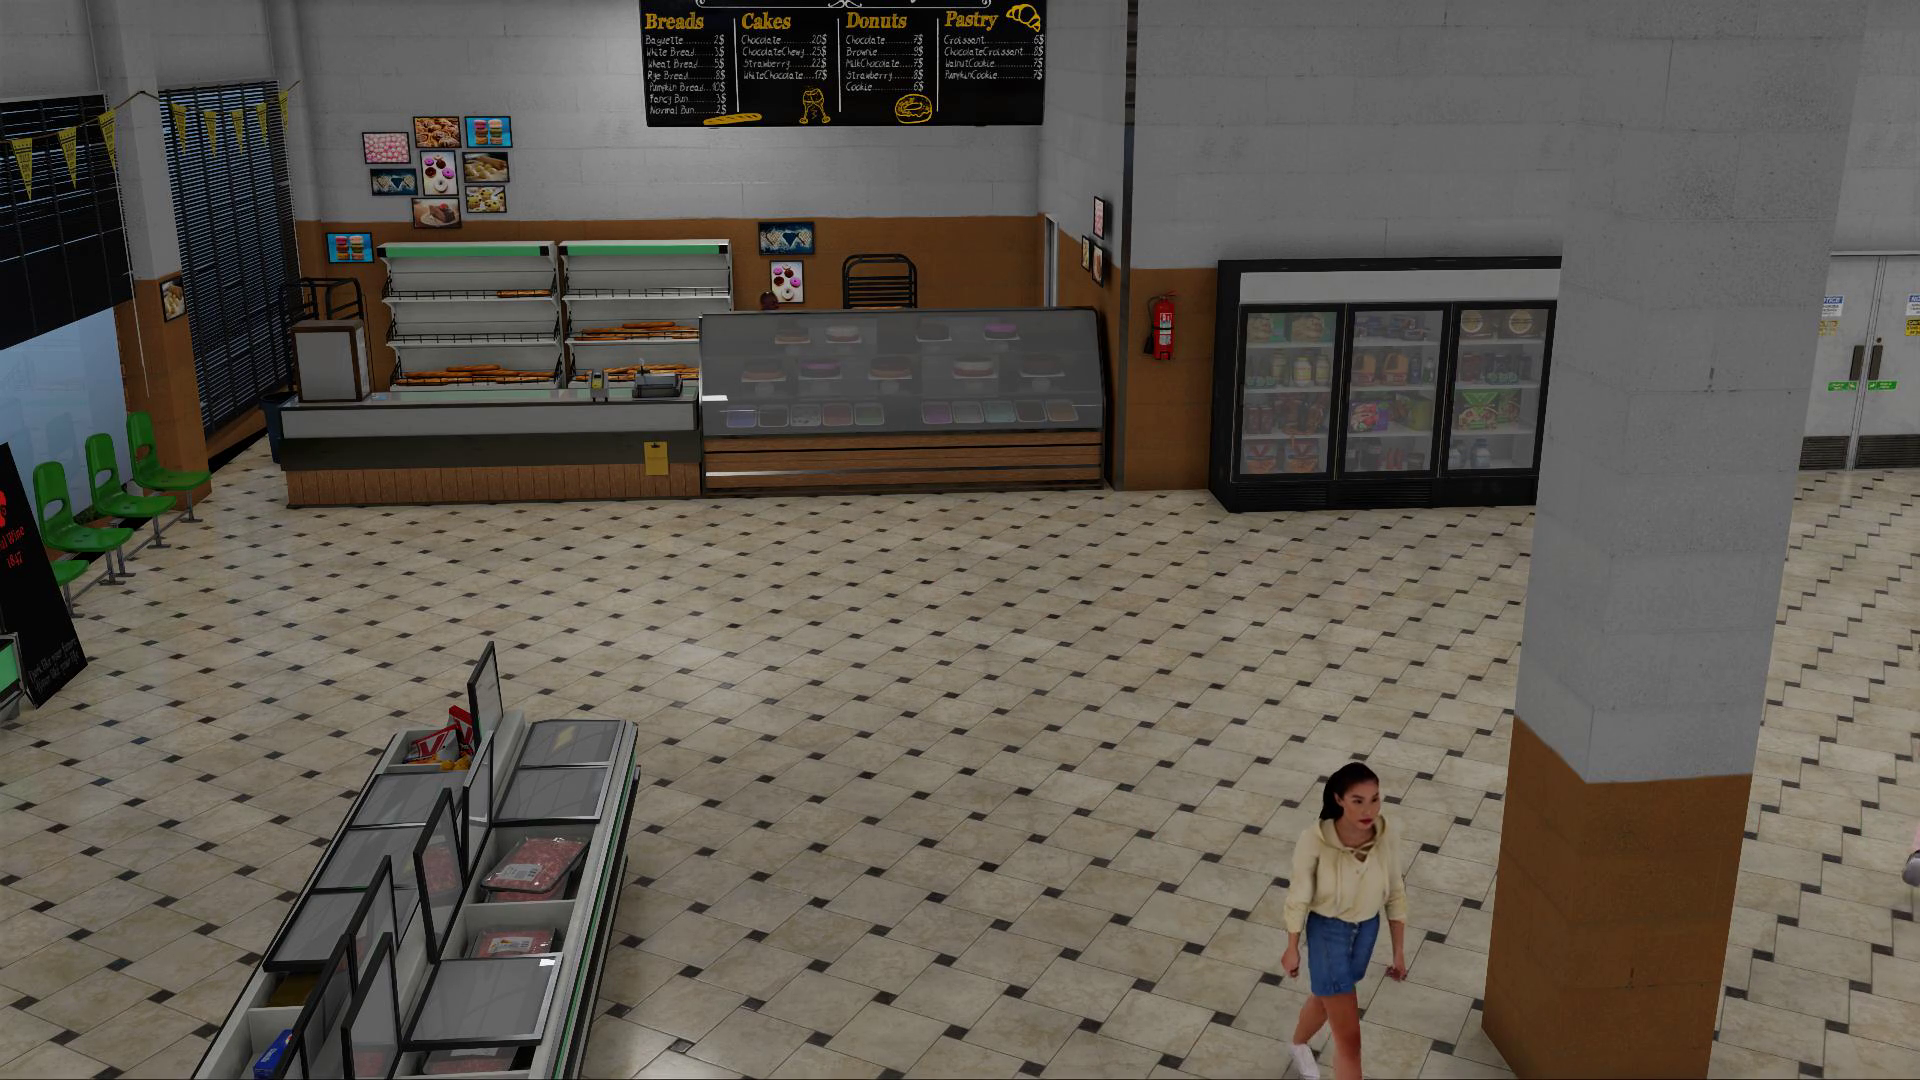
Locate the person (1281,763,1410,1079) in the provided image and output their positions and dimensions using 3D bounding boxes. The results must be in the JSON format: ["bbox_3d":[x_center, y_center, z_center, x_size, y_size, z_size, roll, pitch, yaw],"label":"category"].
[{"bbox_3d":[1.551,1.660,6.912,0.809,1.581,1.161,-5,18,-16],"label":"person"}]
